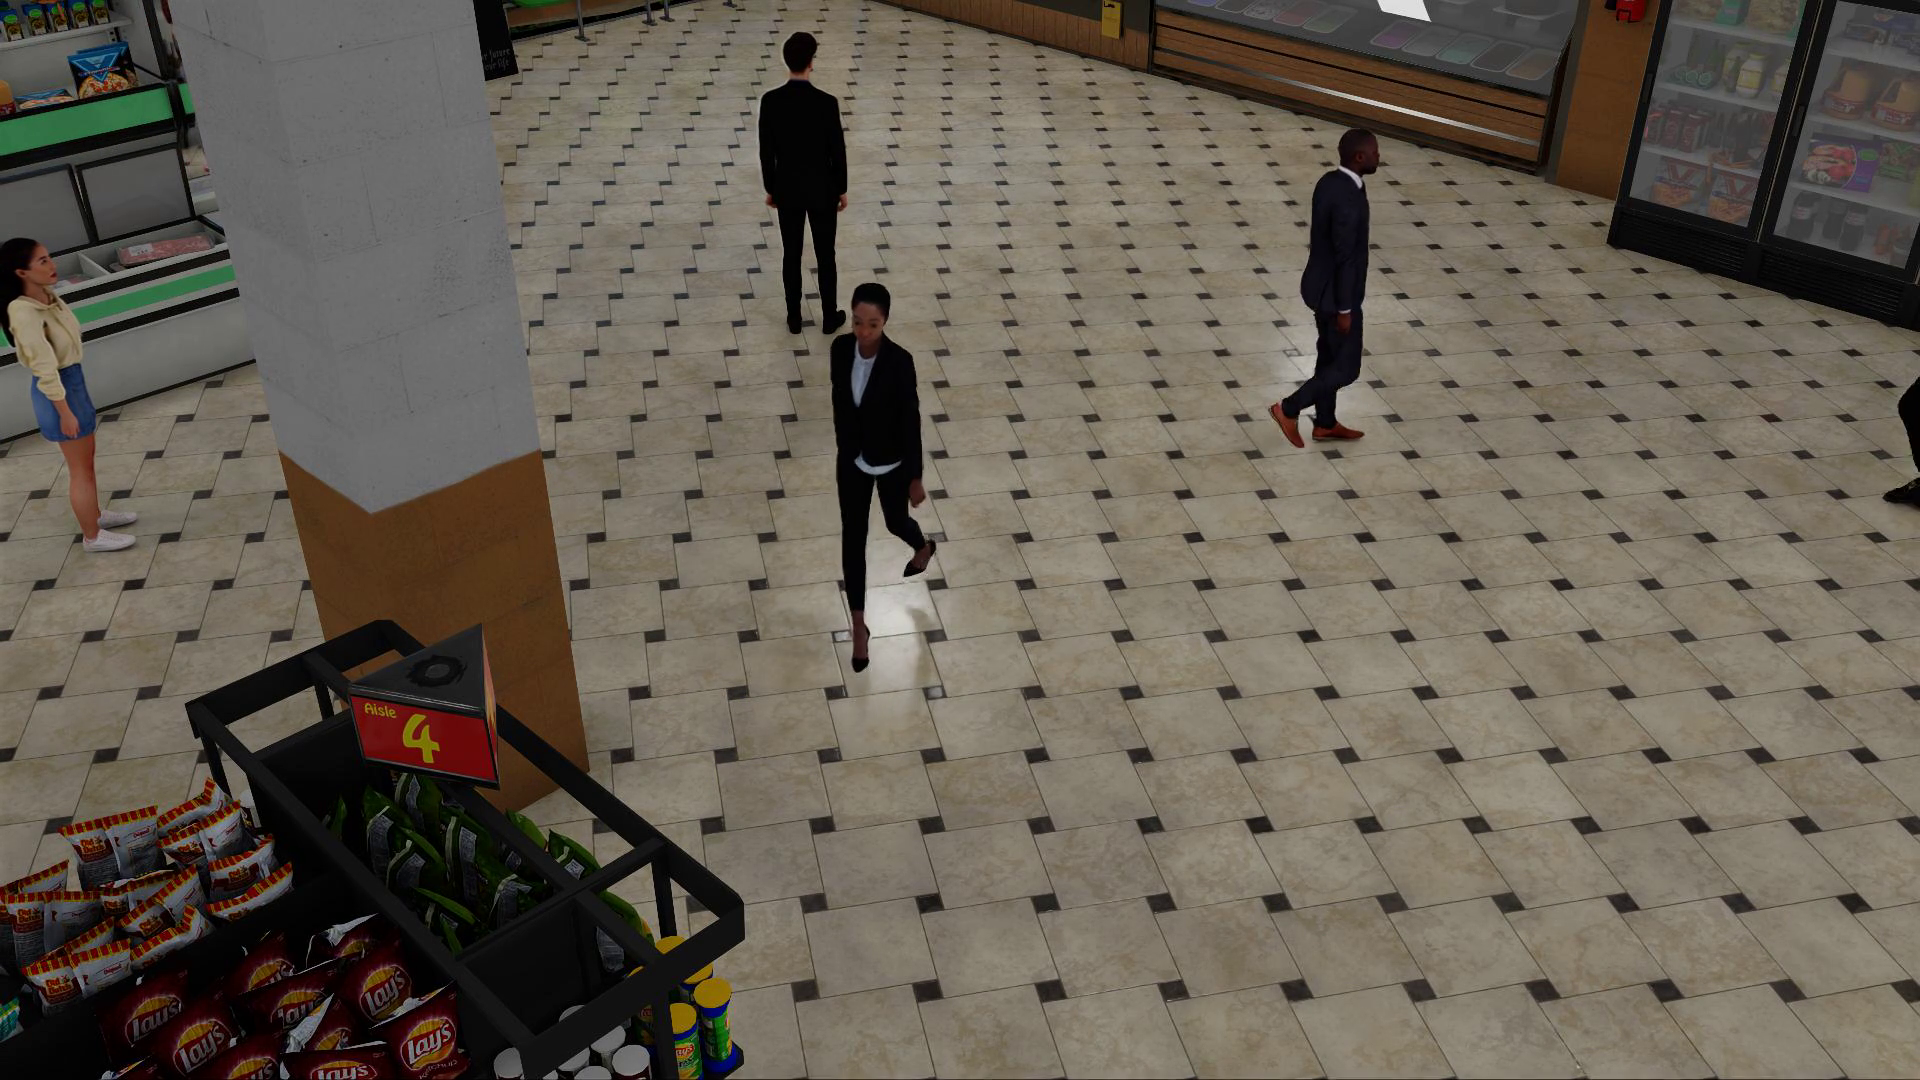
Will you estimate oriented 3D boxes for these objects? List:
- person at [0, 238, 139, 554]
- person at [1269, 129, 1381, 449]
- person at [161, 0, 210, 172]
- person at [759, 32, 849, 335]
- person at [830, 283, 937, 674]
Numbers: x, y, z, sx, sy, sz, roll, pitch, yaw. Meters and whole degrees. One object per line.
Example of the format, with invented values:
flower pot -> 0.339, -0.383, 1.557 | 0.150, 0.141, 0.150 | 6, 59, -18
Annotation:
person -> -4.419, -0.713, 8.191 | 0.688, 1.631, 0.718 | -11, 34, -18
person -> 1.966, -1.323, 8.999 | 0.990, 1.812, 0.932 | 2, 32, 3
person -> -5.918, -3.659, 12.946 | 0.575, 1.609, 0.554 | 23, 39, 32
person -> -0.958, -2.182, 10.303 | 0.788, 1.893, 0.830 | 2, 32, 4
person -> -0.341, -0.344, 7.446 | 0.909, 1.791, 1.202 | 14, 35, 21
